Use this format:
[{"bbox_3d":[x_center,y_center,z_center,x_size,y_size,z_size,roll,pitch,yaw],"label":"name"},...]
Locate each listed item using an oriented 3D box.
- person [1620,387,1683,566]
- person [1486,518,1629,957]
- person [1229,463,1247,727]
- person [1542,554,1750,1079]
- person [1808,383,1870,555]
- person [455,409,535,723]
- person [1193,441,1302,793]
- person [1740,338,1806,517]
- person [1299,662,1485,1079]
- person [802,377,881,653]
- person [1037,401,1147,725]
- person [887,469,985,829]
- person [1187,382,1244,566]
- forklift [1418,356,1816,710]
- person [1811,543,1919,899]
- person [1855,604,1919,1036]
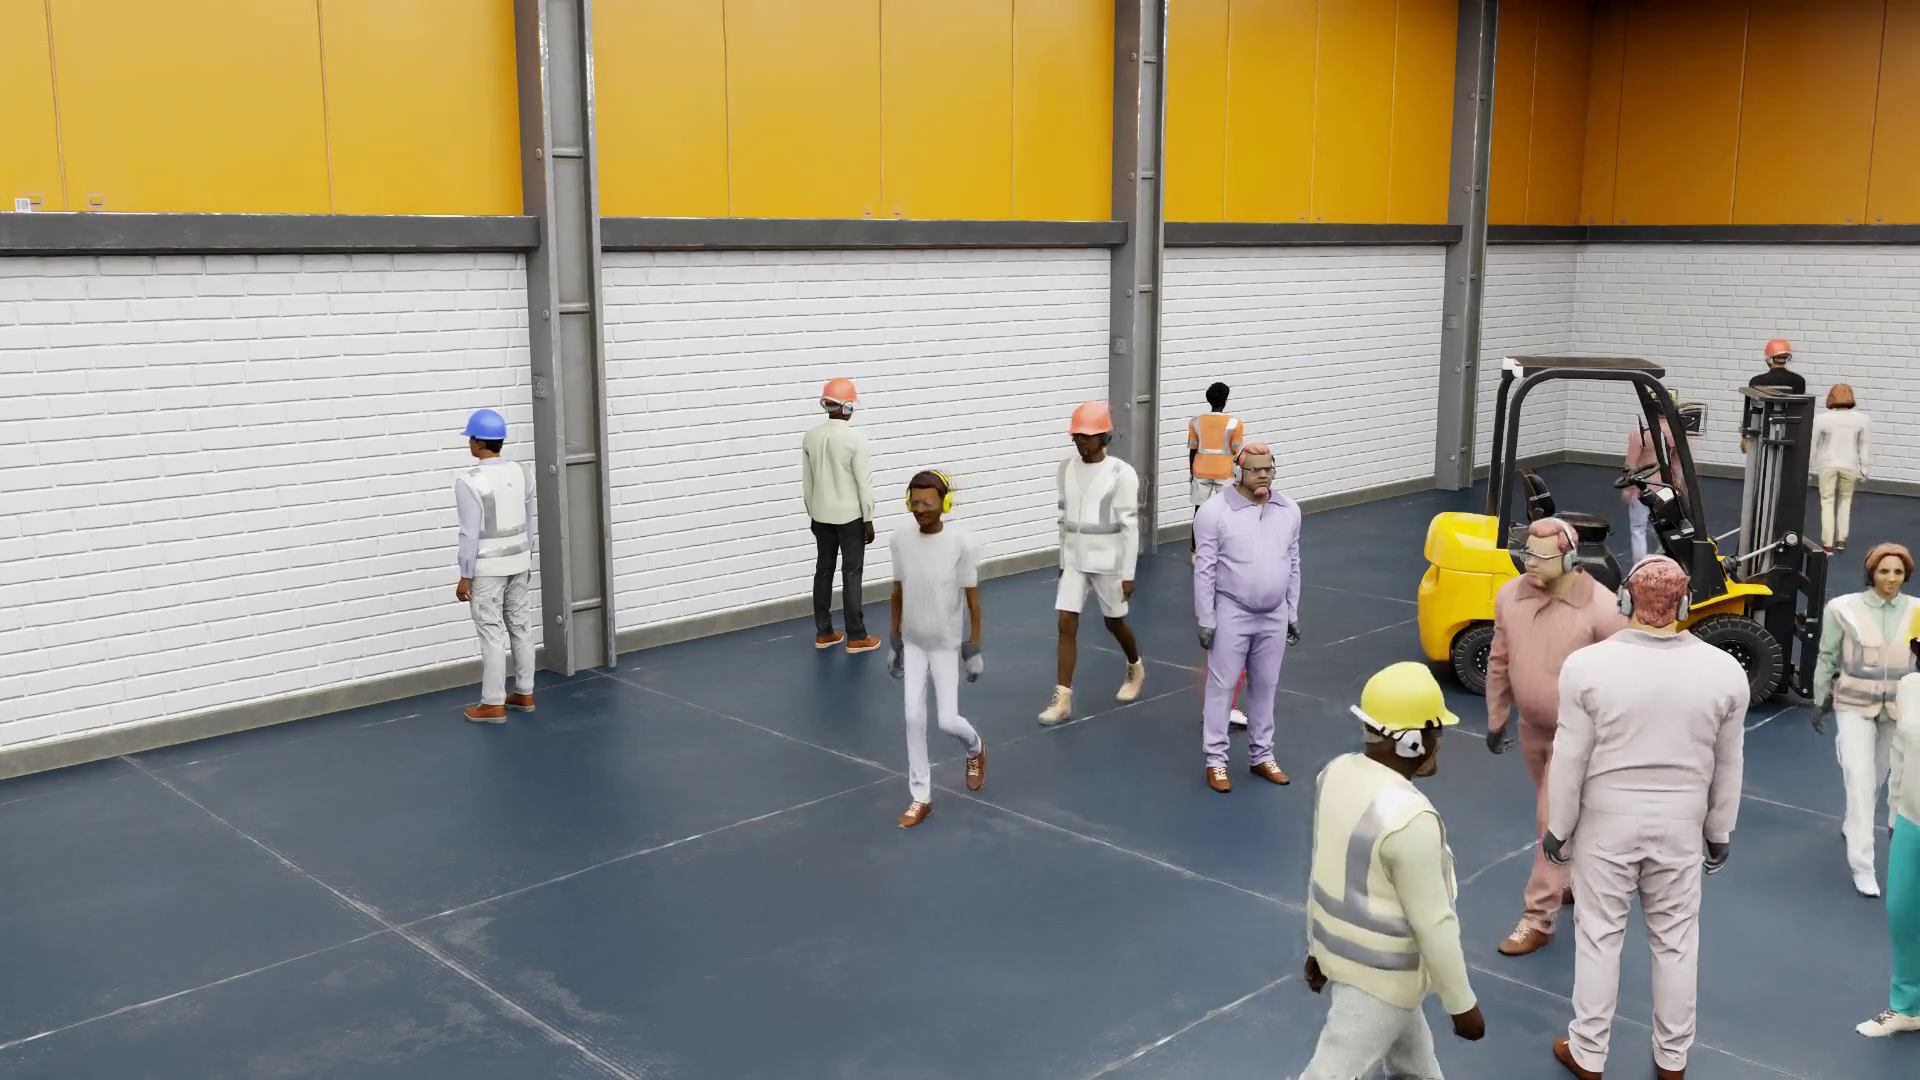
[{"bbox_3d":[5.882,-0.428,14.072,0.528,1.753,0.504,-3,11,-17],"label":"person"},{"bbox_3d":[2.590,0.798,7.173,0.846,1.847,0.663,-6,12,-29],"label":"person"},{"bbox_3d":[1.738,0.275,10.288,0.455,1.722,0.554,-2,11,-12],"label":"person"},{"bbox_3d":[2.397,0.994,5.889,0.654,1.906,0.406,1,10,5],"label":"person"},{"bbox_3d":[8.293,-0.685,15.789,0.532,1.617,0.514,3,11,16],"label":"person"},{"bbox_3d":[-2.877,0.159,10.324,0.377,1.950,0.611,6,12,28],"label":"person"},{"bbox_3d":[1.583,0.412,9.063,0.642,1.909,0.409,-4,11,-20],"label":"person"},{"bbox_3d":[8.399,-1.095,17.140,0.622,1.966,0.929,-1,10,-7],"label":"person"},{"bbox_3d":[1.266,1.237,4.929,0.989,1.782,0.588,-1,10,-6],"label":"person"},{"bbox_3d":[-0.862,-0.179,12.043,0.608,1.996,0.375,7,12,33],"label":"person"},{"bbox_3d":[0.879,0.112,10.464,0.630,2.003,1.020,8,13,38],"label":"person"},{"bbox_3d":[-0.112,0.528,8.603,0.526,1.853,0.632,5,12,25],"label":"person"},{"bbox_3d":[2.316,-0.587,15.110,0.532,1.690,0.322,5,11,24],"label":"person"},{"bbox_3d":[4.276,-0.101,11.076,2.313,2.155,1.214,2,11,13],"label":"forklift"},{"bbox_3d":[4.319,0.793,7.836,0.529,1.595,0.847,2,11,13],"label":"person"},{"bbox_3d":[3.622,1.055,6.055,0.551,1.737,0.540,-2,11,-10],"label":"person"}]
